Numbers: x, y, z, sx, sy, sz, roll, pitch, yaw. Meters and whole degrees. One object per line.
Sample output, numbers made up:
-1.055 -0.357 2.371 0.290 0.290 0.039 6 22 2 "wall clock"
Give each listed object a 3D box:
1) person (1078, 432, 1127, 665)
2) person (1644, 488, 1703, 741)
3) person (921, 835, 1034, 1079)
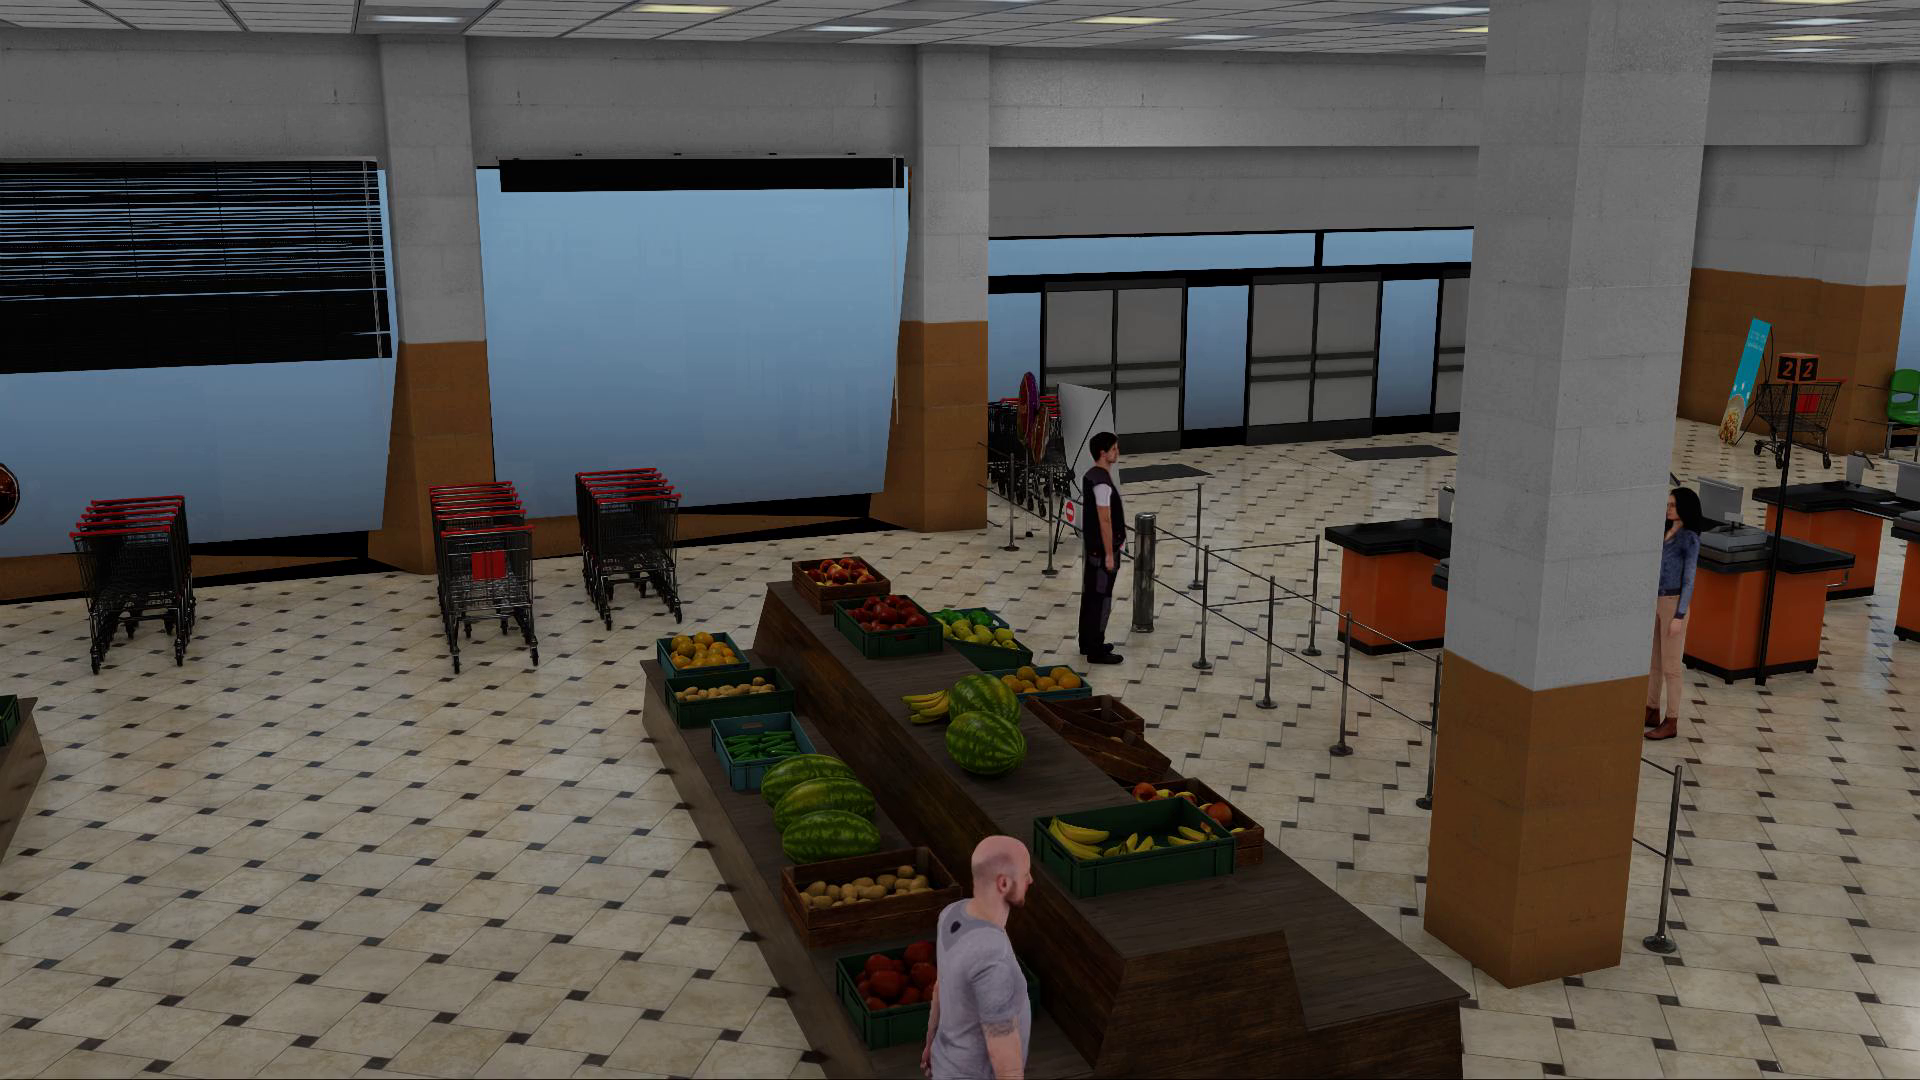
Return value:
1.117 0.051 13.265 0.772 1.848 0.592 -2 14 -7 "person"
4.927 0.499 11.573 0.708 1.775 0.577 -2 14 -8 "person"
-0.035 1.915 5.729 0.960 1.777 1.224 -2 14 -9 "person"
